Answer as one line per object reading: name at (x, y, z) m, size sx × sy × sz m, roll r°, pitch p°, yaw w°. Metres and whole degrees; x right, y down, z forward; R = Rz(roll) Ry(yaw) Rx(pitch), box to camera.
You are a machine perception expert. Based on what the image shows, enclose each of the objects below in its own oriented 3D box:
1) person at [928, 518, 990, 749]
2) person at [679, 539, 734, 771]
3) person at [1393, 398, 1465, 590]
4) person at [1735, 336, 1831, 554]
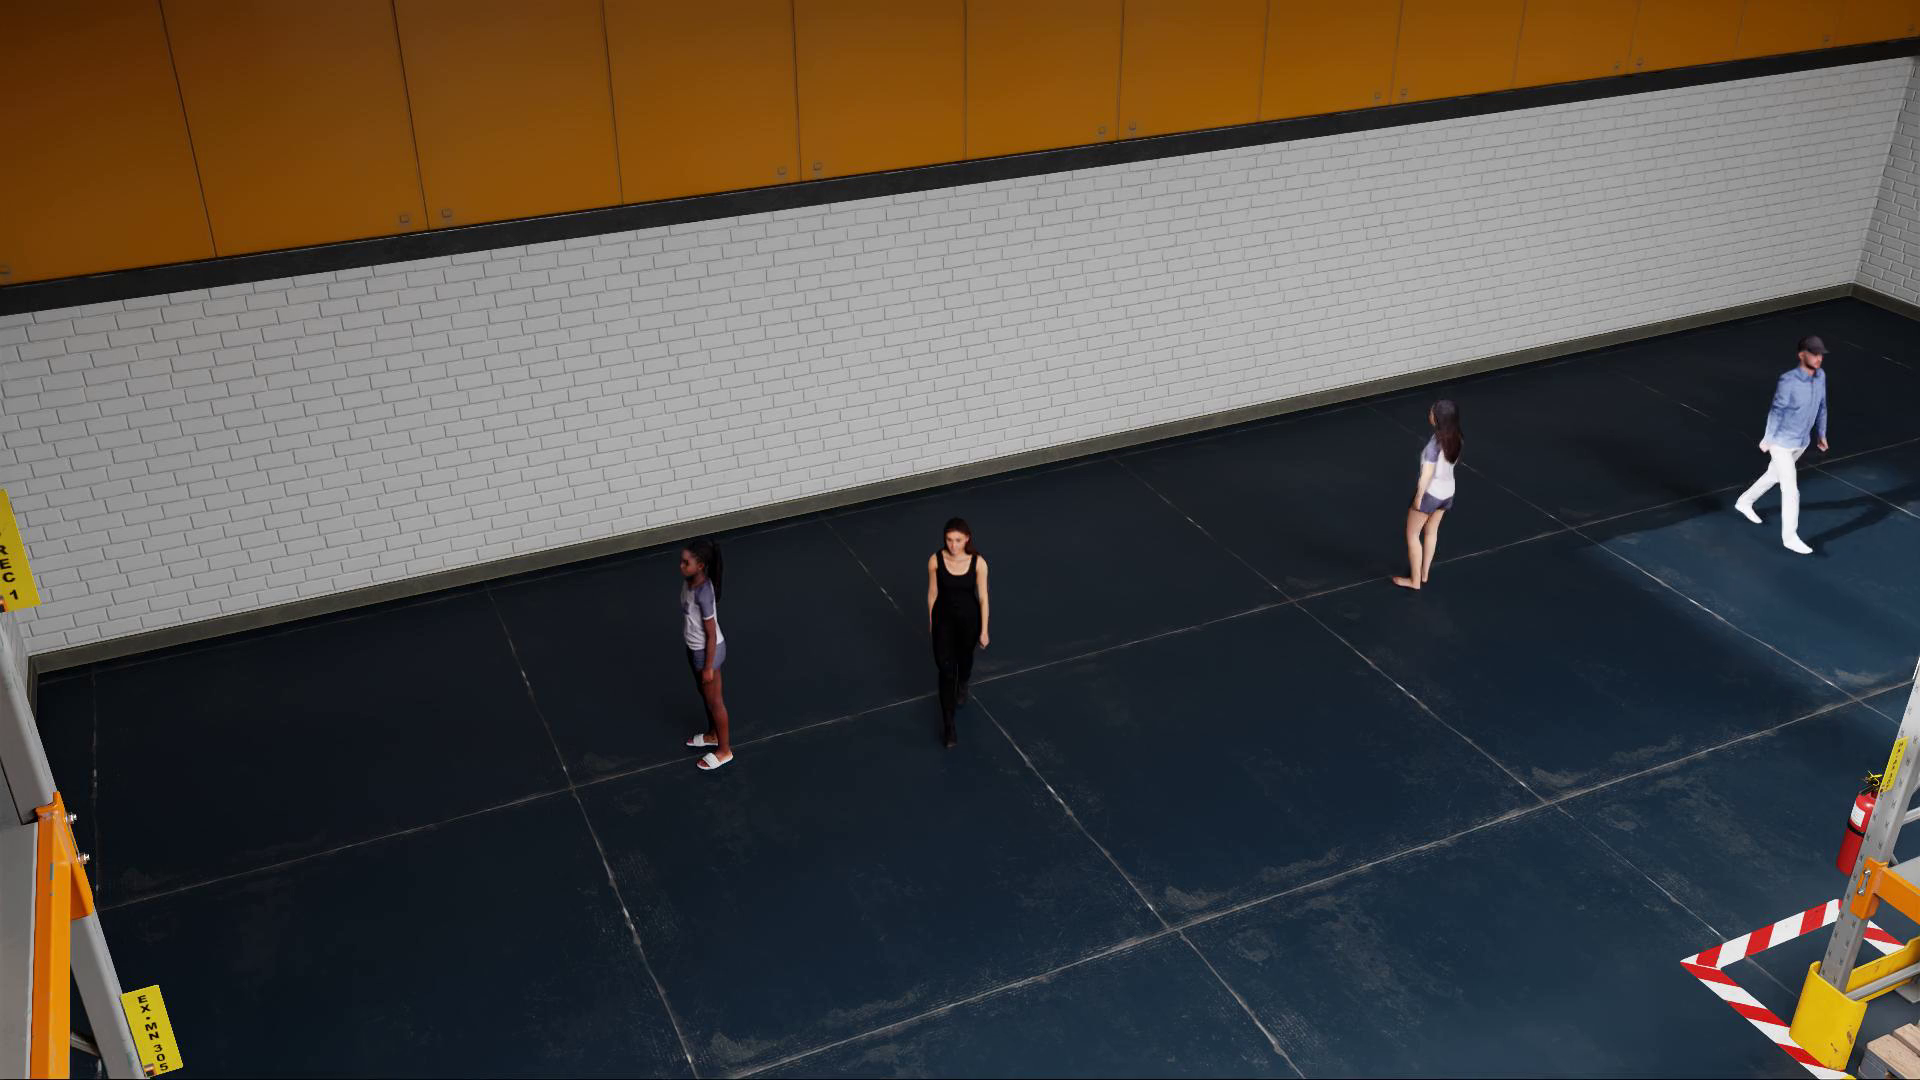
person at (-0.003, 0.572, 11.910) m, size 0.963 × 1.642 × 1.198 m, roll 2°, pitch 29°, yaw 4°
person at (-1.760, 0.773, 11.458) m, size 0.671 × 1.720 × 0.488 m, roll -11°, pitch 31°, yaw -20°
person at (3.872, -0.398, 13.622) m, size 0.688 × 1.704 × 0.657 m, roll -16°, pitch 33°, yaw -27°
person at (7.128, -0.897, 14.389) m, size 0.668 × 1.845 × 1.136 m, roll -13°, pitch 31°, yaw -23°
